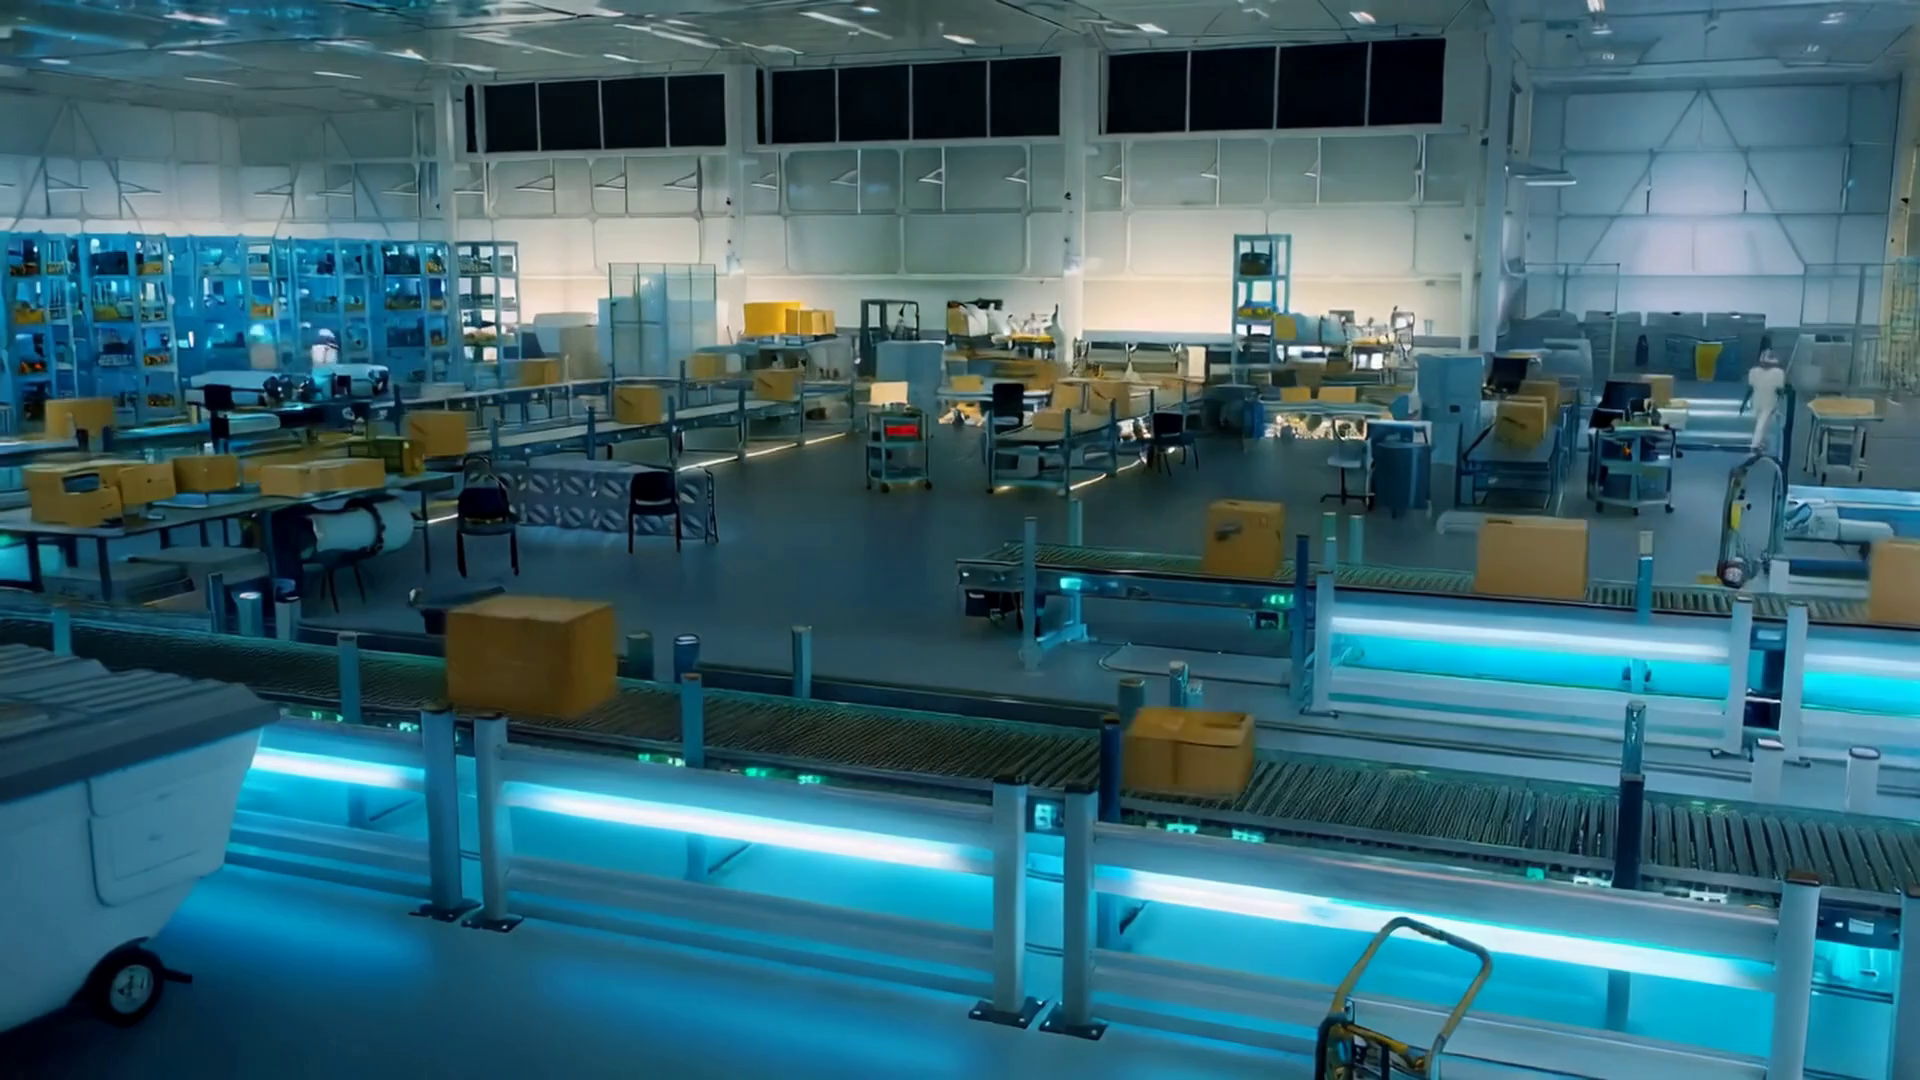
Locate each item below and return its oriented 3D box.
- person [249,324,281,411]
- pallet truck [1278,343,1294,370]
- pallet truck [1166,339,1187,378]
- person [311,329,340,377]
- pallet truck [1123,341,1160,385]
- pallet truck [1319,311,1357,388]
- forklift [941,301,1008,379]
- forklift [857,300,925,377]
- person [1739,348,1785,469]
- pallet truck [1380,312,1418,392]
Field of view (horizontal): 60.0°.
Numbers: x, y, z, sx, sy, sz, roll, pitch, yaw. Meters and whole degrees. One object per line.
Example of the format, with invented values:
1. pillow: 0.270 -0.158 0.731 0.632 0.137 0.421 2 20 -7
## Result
1. person: -12.698 -2.950 30.371 0.628 1.976 0.780 6 11 34
2. pallet truck: 7.886 -4.163 39.743 0.653 1.274 1.630 4 10 22
3. pallet truck: 5.418 -4.269 40.420 0.704 1.261 1.522 3 10 20
4. person: -12.430 -3.222 32.567 0.584 1.799 0.886 5 10 27
5. pallet truck: 4.445 -4.380 41.279 0.680 1.201 1.601 4 10 22
6. pallet truck: 9.071 -4.419 39.190 0.823 1.965 1.885 5 10 26
7. forklift: 0.365 -4.966 41.571 1.157 1.987 2.680 3 10 20
8. forklift: -1.732 -5.109 42.468 1.157 1.987 2.680 4 10 22
9. person: 12.096 -1.988 25.049 0.988 1.813 0.570 -7 11 -35
10. pallet truck: 10.207 -4.283 38.369 0.823 1.965 1.885 3 10 20
